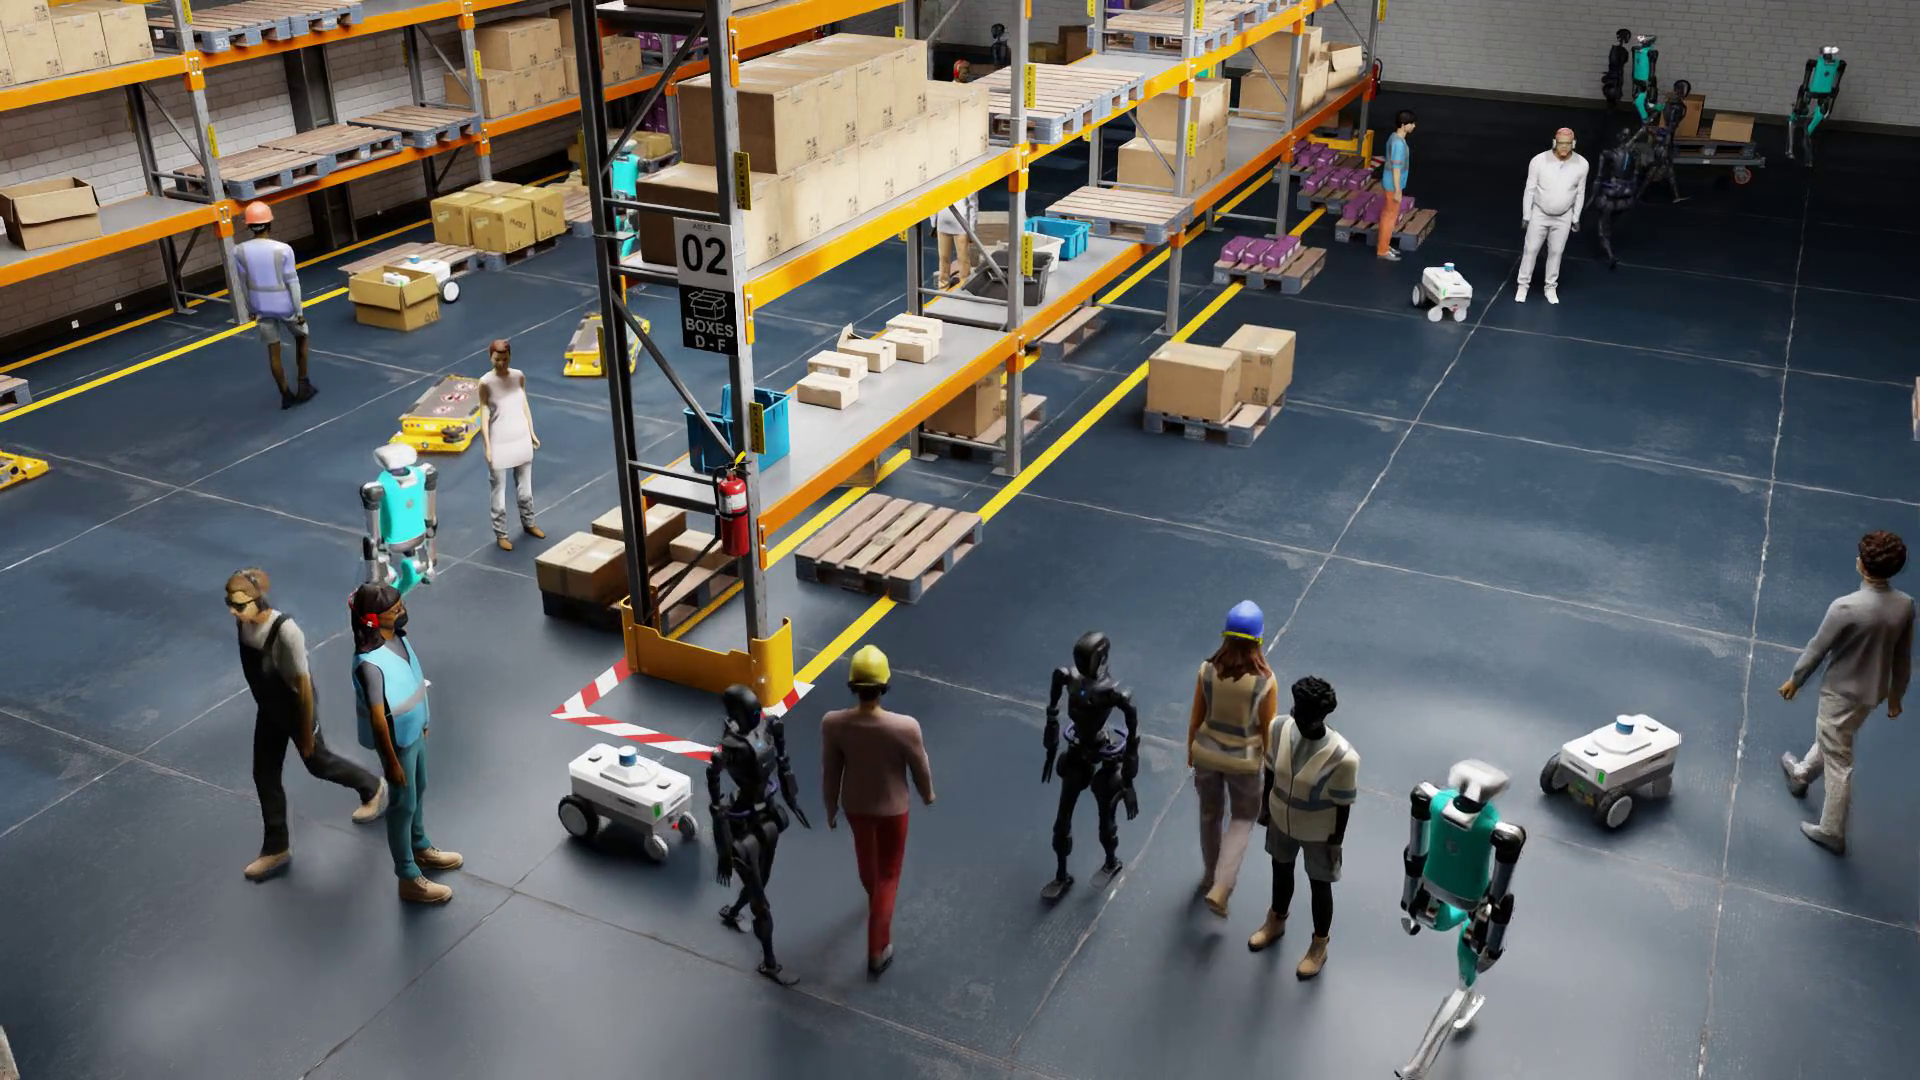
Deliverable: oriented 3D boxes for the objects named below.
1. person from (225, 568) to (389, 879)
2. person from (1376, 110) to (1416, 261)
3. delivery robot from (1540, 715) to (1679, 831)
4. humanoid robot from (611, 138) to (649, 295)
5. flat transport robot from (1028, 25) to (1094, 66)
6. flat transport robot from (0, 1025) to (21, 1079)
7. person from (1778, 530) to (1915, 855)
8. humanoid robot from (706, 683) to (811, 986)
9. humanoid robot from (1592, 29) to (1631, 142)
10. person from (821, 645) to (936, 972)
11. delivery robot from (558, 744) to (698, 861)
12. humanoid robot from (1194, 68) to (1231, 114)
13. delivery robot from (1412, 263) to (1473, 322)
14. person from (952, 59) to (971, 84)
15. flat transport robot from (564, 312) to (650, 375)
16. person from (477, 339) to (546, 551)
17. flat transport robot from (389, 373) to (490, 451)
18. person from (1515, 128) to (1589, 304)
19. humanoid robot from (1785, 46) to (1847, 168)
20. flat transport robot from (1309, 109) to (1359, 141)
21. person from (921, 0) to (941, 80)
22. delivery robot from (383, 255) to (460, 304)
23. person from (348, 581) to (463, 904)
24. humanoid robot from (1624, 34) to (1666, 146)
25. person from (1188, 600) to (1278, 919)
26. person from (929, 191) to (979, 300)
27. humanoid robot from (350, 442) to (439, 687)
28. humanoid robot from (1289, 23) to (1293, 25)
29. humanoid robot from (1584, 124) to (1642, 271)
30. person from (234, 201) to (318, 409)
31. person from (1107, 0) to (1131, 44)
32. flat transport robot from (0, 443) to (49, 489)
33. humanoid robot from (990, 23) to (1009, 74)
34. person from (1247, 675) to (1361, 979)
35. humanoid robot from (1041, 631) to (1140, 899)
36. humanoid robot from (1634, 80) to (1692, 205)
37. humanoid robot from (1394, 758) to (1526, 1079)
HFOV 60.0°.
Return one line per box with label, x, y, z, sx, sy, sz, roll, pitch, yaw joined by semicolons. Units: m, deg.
person;-3.660;0.924;9.180;0.561;1.806;0.909;16;30;29
person;5.110;-4.158;19.500;0.332;1.759;0.500;4;27;8
delivery robot;3.868;1.306;9.797;0.769;0.577;0.499;-14;30;-27
humanoid robot;-3.715;-3.403;18.009;0.549;1.769;0.881;9;28;17
flat transport robot;1.799;-8.164;29.270;1.431;0.231;0.659;21;33;36
flat transport robot;-4.035;3.090;6.536;1.431;0.231;0.659;-18;32;-32
person;4.961;0.791;9.389;0.573;1.860;0.925;-5;27;-10
humanoid robot;-1.040;1.419;8.392;0.710;1.644;0.599;20;33;34
humanoid robot;9.823;-6.834;24.995;0.394;1.643;0.610;1;26;3
person;-0.423;1.316;8.458;0.530;1.730;0.768;7;27;14
delivery robot;-1.897;1.454;9.527;0.795;0.602;0.499;15;30;28
humanoid robot;3.786;-6.530;24.350;0.975;1.786;0.540;-12;29;-22
delivery robot;5.210;-2.682;17.886;0.514;0.606;0.777;-2;26;-4
person;-0.030;-5.380;21.877;0.391;1.838;0.563;11;28;21
flat transport robot;-3.554;-1.982;16.781;0.659;0.231;1.431;-1;26;-2
person;-3.444;-0.742;12.708;0.449;1.657;0.284;-23;34;-38
flat transport robot;-4.606;-1.166;15.133;0.659;0.231;1.431;2;26;5
person;6.403;-3.501;18.005;0.636;1.910;0.407;4;27;8
humanoid robot;12.029;-6.148;23.571;0.535;1.754;1.013;2;26;4
flat transport robot;5.345;-5.987;24.872;1.431;0.231;0.659;7;27;13
person;-0.586;-8.640;28.483;0.532;1.815;0.484;8;27;15
delivery robot;-5.877;-2.808;18.151;0.516;0.614;0.785;17;31;30
person;-2.976;1.062;8.833;0.379;1.865;0.539;-1;26;-2
humanoid robot;10.073;-6.434;24.155;0.935;1.773;0.535;-6;27;-11
person;1.396;1.181;8.712;0.483;1.754;0.647;11;28;21
person;-0.077;-3.401;17.973;0.561;1.751;0.324;11;28;21
humanoid robot;-3.798;0.149;10.896;0.938;1.810;0.555;18;32;32
humanoid robot;4.632;-6.784;24.829;0.682;1.792;0.553;-4;27;-7
humanoid robot;7.605;-3.976;19.258;0.591;1.638;0.700;-5;27;-9
person;-6.288;-2.181;15.317;0.556;1.920;0.558;-2;26;-3
person;2.747;-9.005;29.118;0.555;1.918;0.458;21;33;36
flat transport robot;-8.331;-0.433;13.652;0.659;0.231;1.431;10;28;20
humanoid robot;0.624;-7.016;25.364;0.375;1.644;0.611;8;28;16
person;1.719;1.413;8.324;0.321;1.693;0.534;-24;35;-39
humanoid robot;0.716;1.184;8.813;0.601;1.647;0.550;17;31;31
humanoid robot;9.253;-5.158;21.644;0.759;1.622;0.609;12;29;23
humanoid robot;2.373;1.703;7.715;1.048;1.739;0.545;-24;35;-39
